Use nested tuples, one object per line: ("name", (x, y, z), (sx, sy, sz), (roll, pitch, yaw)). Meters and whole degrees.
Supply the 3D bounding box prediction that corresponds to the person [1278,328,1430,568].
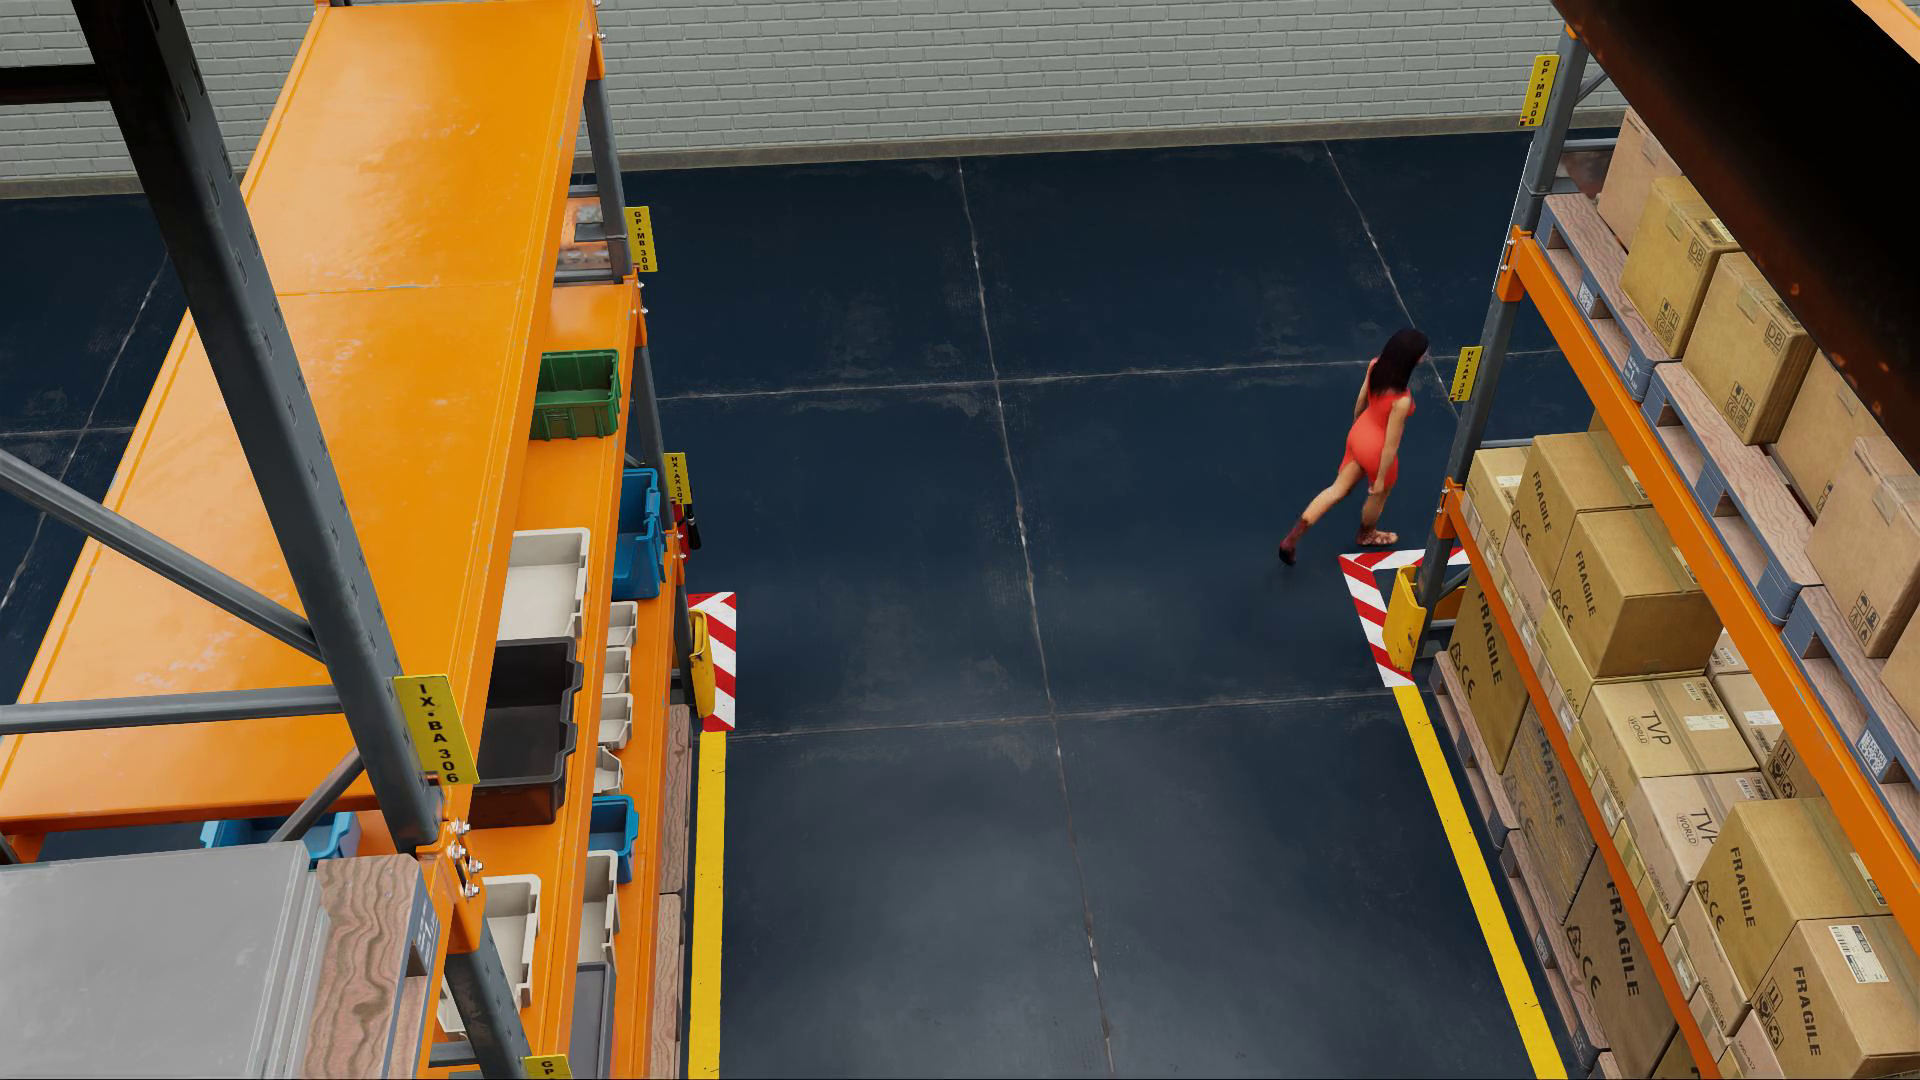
("person", (2.244, -0.472, 9.371), (0.871, 1.689, 1.080), (-14, 45, -15))
